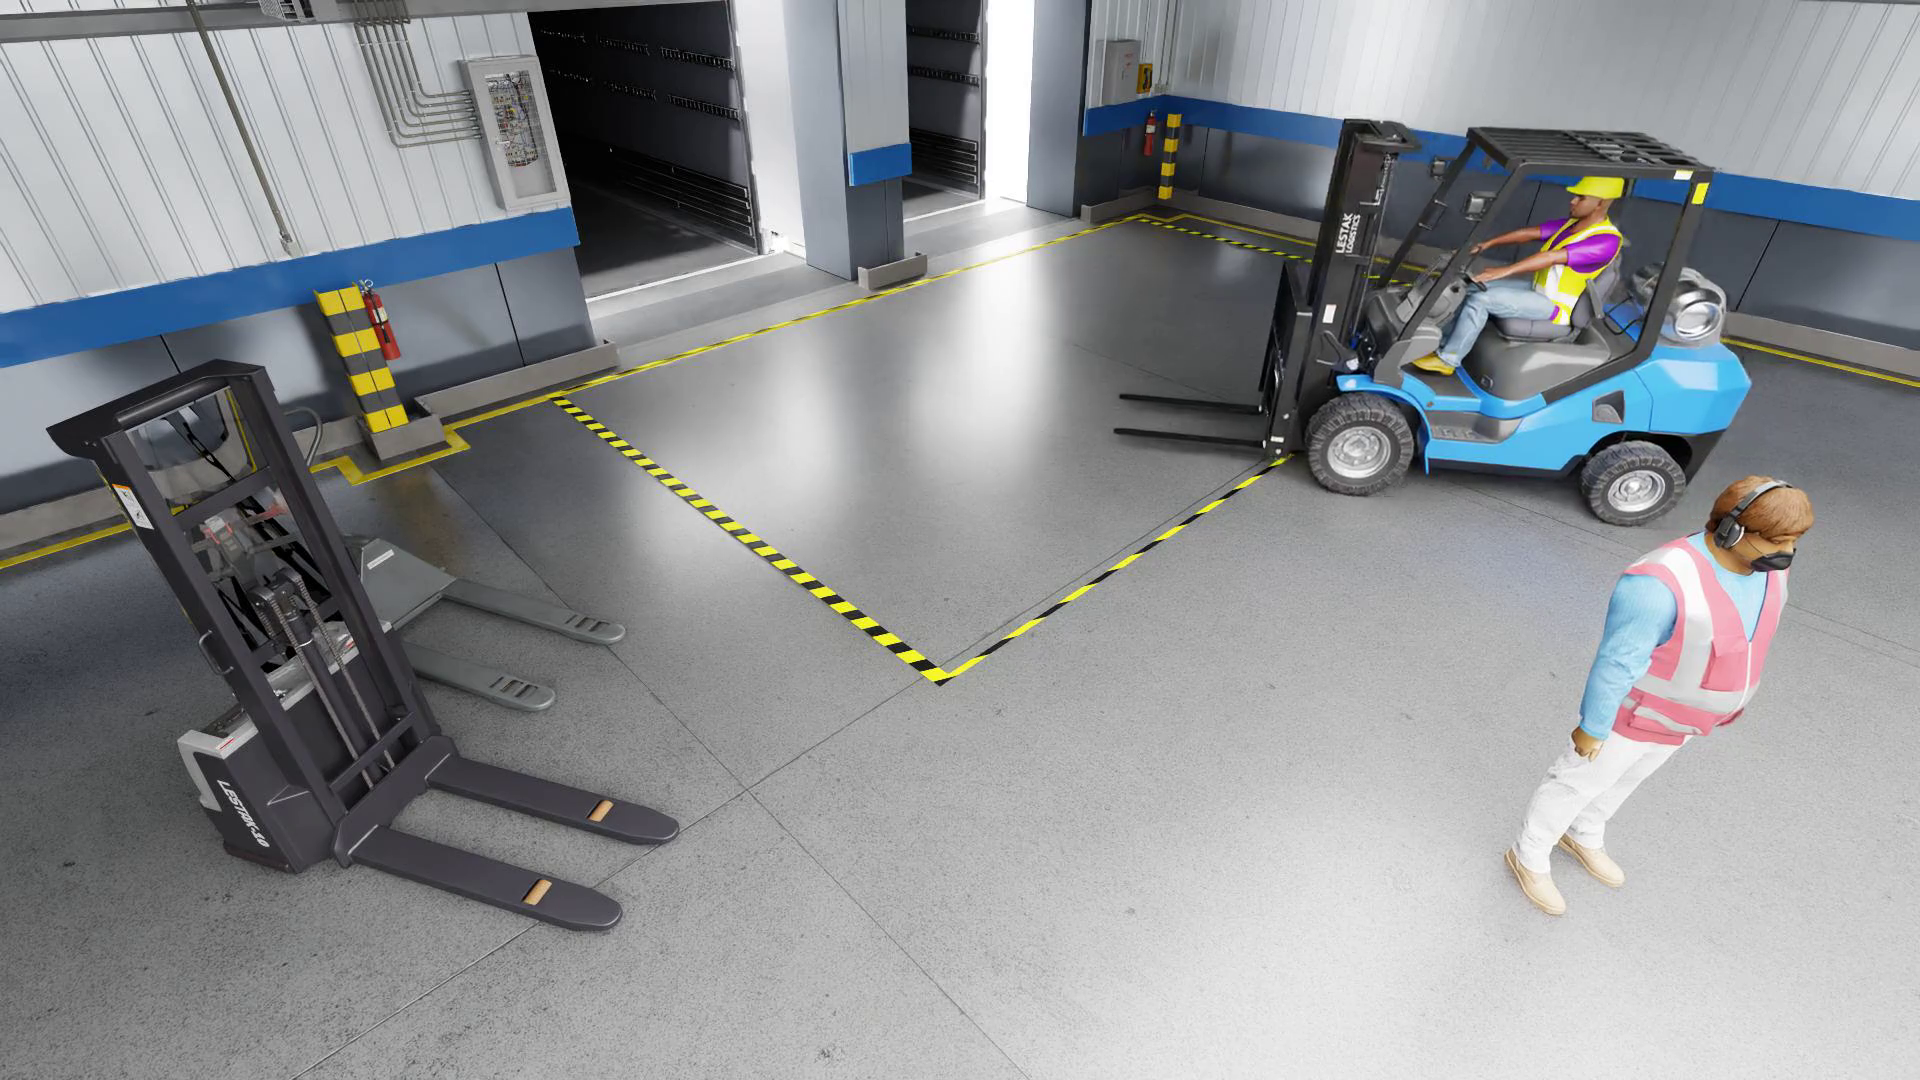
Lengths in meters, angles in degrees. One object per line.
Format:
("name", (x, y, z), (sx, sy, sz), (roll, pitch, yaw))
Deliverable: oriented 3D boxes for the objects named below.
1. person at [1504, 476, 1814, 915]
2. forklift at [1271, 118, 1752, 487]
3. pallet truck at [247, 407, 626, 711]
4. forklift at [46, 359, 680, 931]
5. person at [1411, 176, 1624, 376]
("person", (2.443, 0.593, 3.239), (0.632, 1.842, 0.429), (-12, 36, -17))
("forklift", (3.512, -1.512, 5.881), (2.680, 2.036, 1.157), (7, 35, 10))
("pallet truck", (-2.628, 0.038, 4.590), (1.601, 1.201, 0.680), (12, 36, 18))
("forklift", (-2.135, 0.422, 3.354), (1.885, 1.965, 0.823), (10, 35, 14))
("person", (3.455, -1.678, 5.793), (1.004, 1.293, 0.635), (7, 35, 10))
